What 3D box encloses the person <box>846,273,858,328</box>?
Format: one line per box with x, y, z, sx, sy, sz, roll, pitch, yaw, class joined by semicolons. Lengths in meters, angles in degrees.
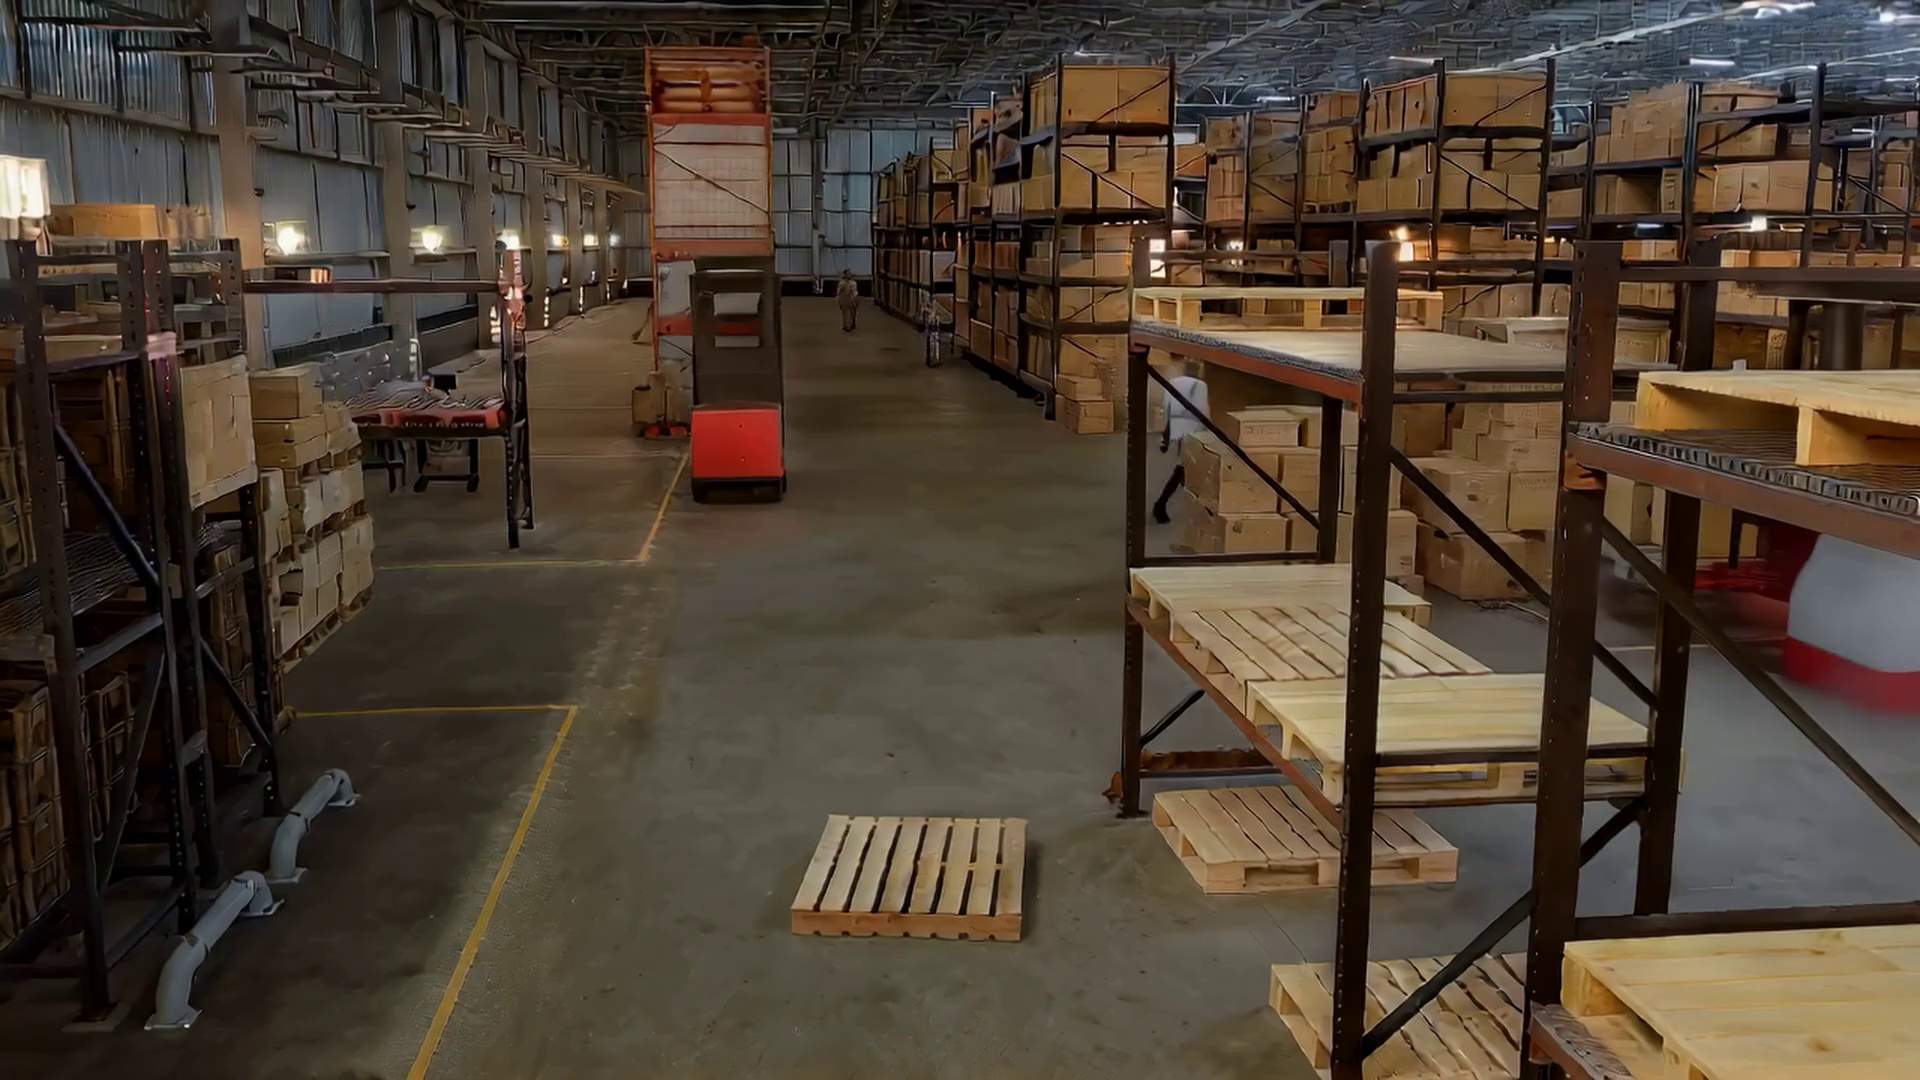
-3.821;-8.304;57.662;0.404;1.903;0.636;6;12;31;person

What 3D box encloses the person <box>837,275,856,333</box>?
-3.689;-7.688;54.290;0.650;1.888;0.664;-3;11;-15;person

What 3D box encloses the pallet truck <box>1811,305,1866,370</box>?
15.846;-3.142;28.793;1.885;1.965;0.823;2;10;12;pallet truck

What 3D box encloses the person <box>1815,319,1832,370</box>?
13.115;-2.432;25.107;0.397;1.911;0.587;10;14;43;person

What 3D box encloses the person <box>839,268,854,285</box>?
-4.682;-10.277;68.644;0.630;1.898;1.019;-2;10;-12;person

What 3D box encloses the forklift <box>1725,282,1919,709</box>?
6.242;-0.419;11.257;1.129;2.768;1.873;-1;10;-6;forklift

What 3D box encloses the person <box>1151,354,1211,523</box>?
2.414;-1.134;18.018;1.016;1.894;0.536;-7;13;-36;person

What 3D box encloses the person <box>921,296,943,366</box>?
-0.682;-5.069;40.298;0.542;1.697;0.316;2;10;11;person

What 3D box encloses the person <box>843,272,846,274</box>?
-5.181;-11.497;76.099;0.538;1.624;0.435;3;11;16;person

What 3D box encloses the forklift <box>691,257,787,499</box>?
-2.666;-1.980;19.904;1.129;2.768;1.873;-1;10;-6;forklift

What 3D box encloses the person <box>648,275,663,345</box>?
-8.837;-6.663;48.182;0.395;2.038;0.615;3;11;18;person
